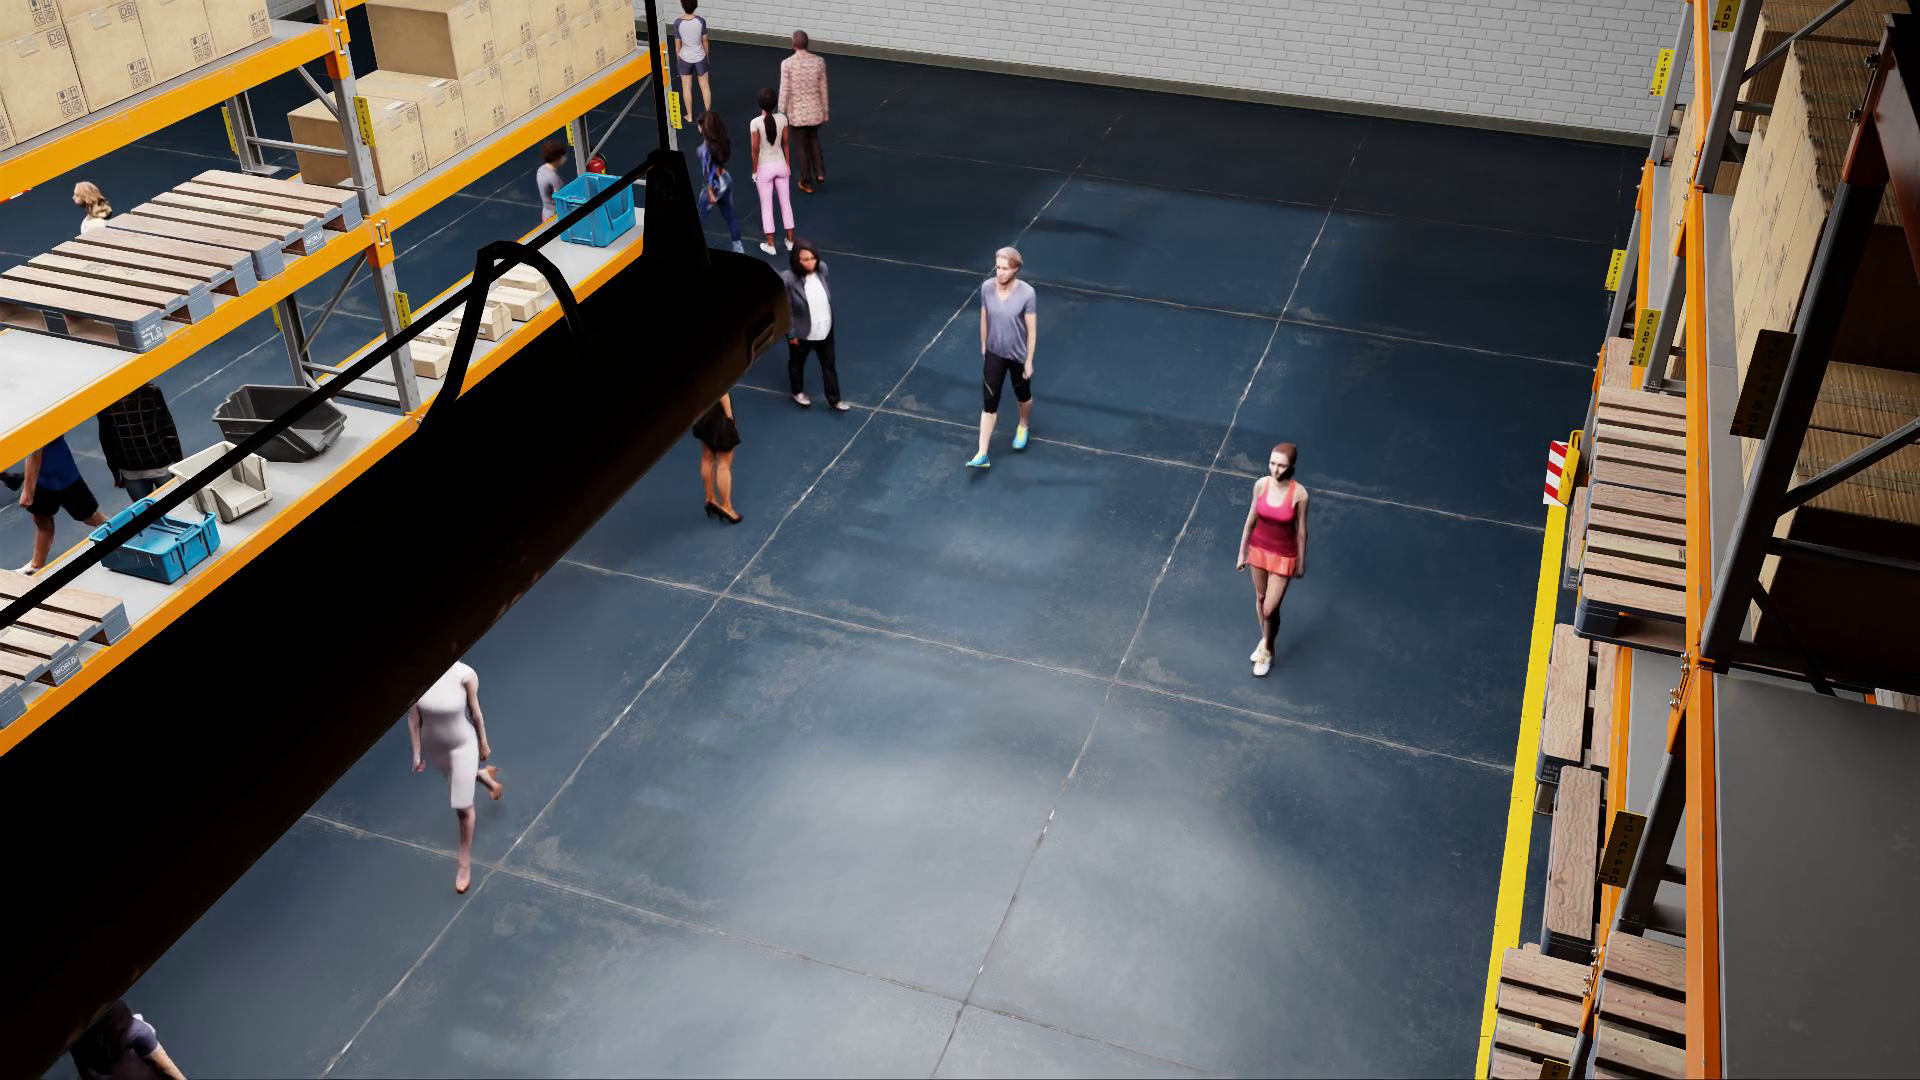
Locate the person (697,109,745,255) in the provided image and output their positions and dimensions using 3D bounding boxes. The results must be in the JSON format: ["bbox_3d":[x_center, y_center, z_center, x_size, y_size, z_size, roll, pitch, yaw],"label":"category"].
[{"bbox_3d":[-2.383,-3.557,16.838,0.675,1.603,0.827,11,35,17],"label":"person"}]

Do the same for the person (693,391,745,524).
[{"bbox_3d":[-1.908,-0.944,12.698,0.672,1.835,0.669,-28,42,-35],"label":"person"}]

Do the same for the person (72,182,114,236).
[{"bbox_3d":[-7.586,-2.430,15.050,1.070,1.706,0.969,-18,38,-25],"label":"person"}]

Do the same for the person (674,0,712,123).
[{"bbox_3d":[-3.291,-5.948,20.471,0.654,1.564,0.685,-8,35,-12],"label":"person"}]

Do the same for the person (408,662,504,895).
[{"bbox_3d":[-2.903,1.150,9.615,0.802,1.759,1.171,3,34,4],"label":"person"}]

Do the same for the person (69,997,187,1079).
[{"bbox_3d":[-3.770,2.594,7.524,0.614,1.670,1.119,10,35,15],"label":"person"}]

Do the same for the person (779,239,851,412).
[{"bbox_3d":[-1.351,-1.864,14.322,0.984,1.569,0.997,-24,41,-32],"label":"person"}]

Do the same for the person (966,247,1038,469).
[{"bbox_3d":[0.437,-1.525,13.564,0.699,1.843,1.169,12,36,18],"label":"person"}]

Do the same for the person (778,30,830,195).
[{"bbox_3d":[-1.689,-4.693,18.376,0.780,1.793,0.856,-17,37,-24],"label":"person"}]

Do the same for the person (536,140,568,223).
[{"bbox_3d":[-3.959,-3.039,16.029,0.810,1.637,0.752,-19,38,-26],"label":"person"}]

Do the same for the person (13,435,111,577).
[{"bbox_3d":[-6.435,-0.485,12.028,1.260,1.813,1.036,-24,40,-31],"label":"person"}]

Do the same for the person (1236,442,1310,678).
[{"bbox_3d":[2.160,0.071,11.256,0.675,1.742,0.724,23,40,30],"label":"person"}]

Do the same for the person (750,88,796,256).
[{"bbox_3d":[-1.932,-3.791,17.066,0.643,1.741,0.712,-17,37,-24],"label":"person"}]
